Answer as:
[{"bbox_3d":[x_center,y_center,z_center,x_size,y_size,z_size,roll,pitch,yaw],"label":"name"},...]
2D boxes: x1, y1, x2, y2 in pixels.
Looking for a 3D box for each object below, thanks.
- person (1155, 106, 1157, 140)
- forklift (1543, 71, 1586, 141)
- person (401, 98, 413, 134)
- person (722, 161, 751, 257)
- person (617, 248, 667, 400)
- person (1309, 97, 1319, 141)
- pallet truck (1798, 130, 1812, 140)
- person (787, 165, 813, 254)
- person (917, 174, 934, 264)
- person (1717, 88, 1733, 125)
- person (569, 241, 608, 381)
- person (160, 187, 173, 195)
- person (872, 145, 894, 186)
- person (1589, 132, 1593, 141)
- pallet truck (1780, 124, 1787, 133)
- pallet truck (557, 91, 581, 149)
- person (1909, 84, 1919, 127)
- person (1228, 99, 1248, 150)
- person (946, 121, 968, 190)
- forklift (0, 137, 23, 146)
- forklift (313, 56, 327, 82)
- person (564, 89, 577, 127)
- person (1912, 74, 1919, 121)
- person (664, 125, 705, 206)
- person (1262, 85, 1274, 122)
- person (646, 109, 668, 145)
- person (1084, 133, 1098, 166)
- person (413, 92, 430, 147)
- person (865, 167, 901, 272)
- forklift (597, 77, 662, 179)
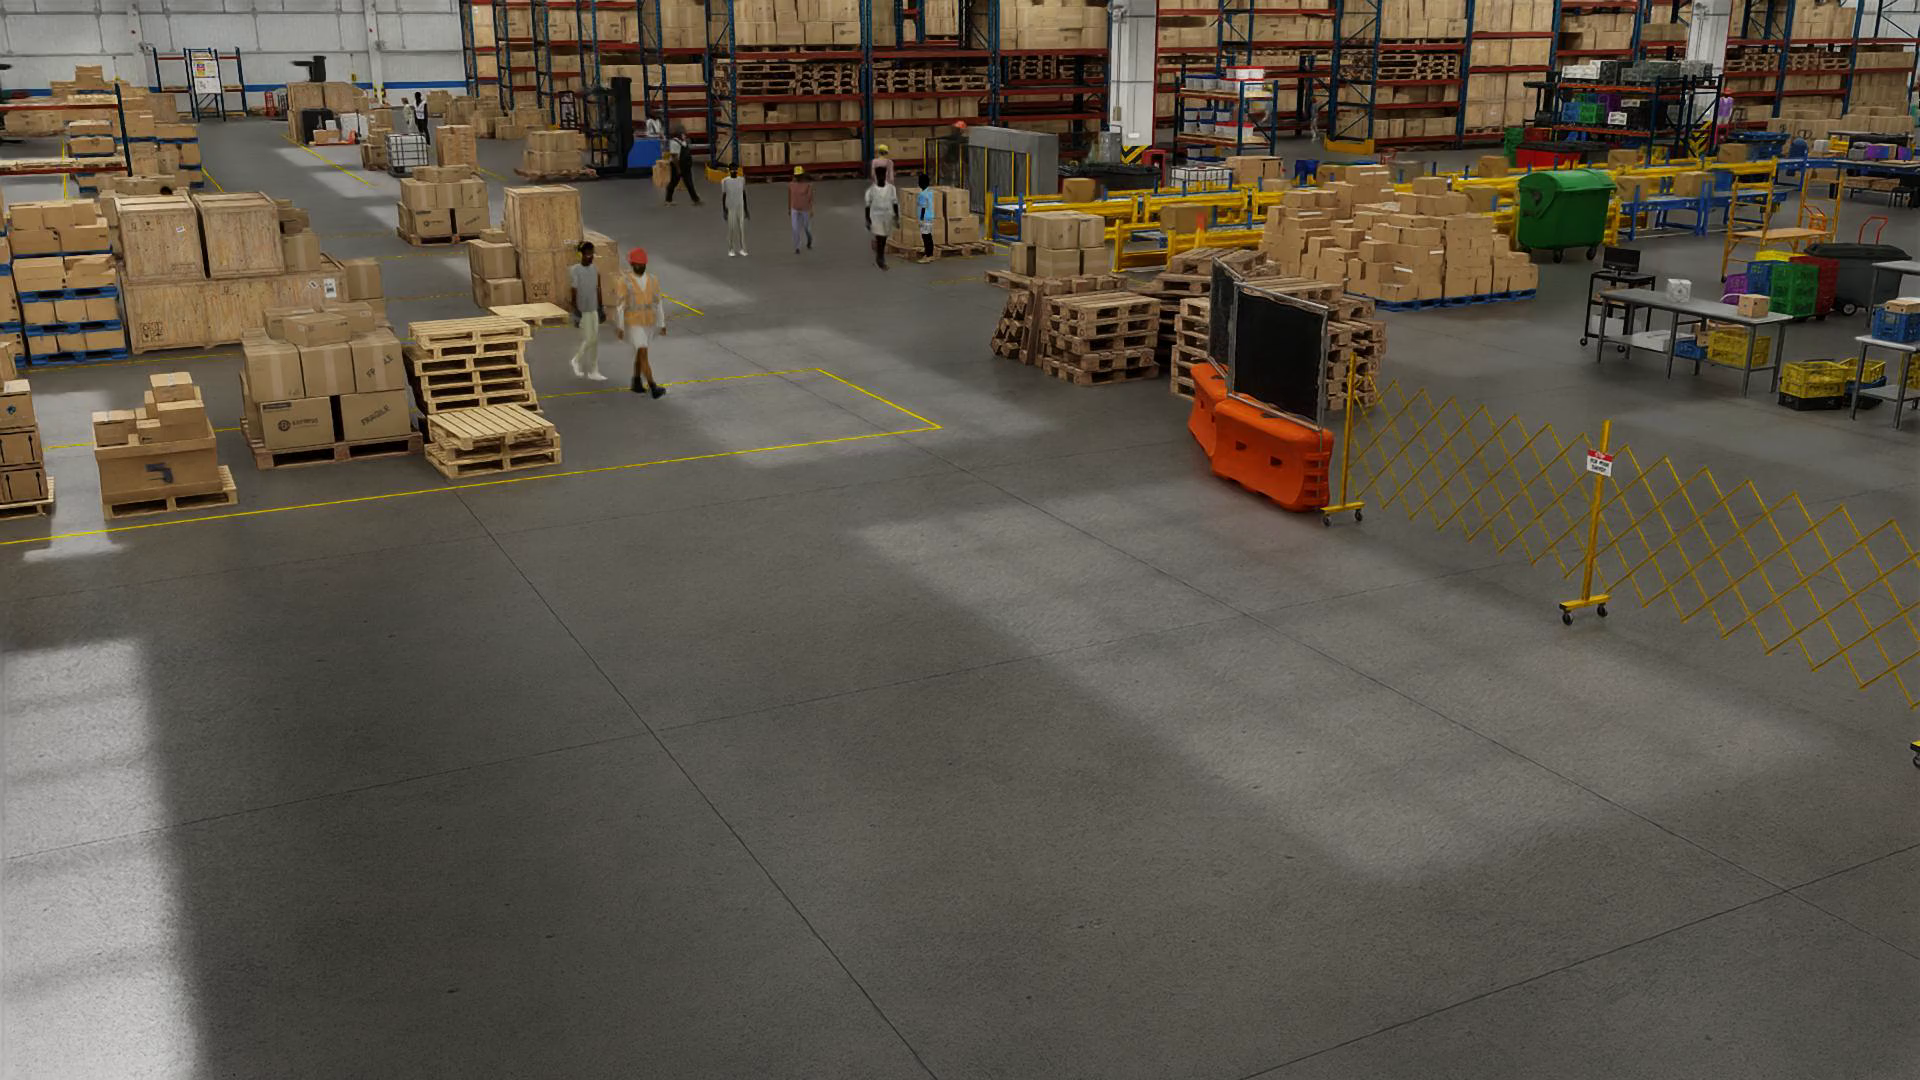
[{"bbox_3d":[7.072,-15.826,61.774,0.463,1.892,0.645,11,21,30],"label":"person"},{"bbox_3d":[18.685,-13.231,52.085,1.873,2.768,1.129,-9,20,-26],"label":"forklift"},{"bbox_3d":[-19.953,-15.155,60.113,0.322,1.628,0.529,-6,19,-18],"label":"person"},{"bbox_3d":[-4.425,-6.549,32.891,0.557,1.865,0.312,-9,20,-25],"label":"person"},{"bbox_3d":[-3.959,-2.720,20.910,0.568,1.884,0.967,-15,23,-38],"label":"person"},{"bbox_3d":[13.111,-15.578,61.487,0.467,1.594,0.675,4,18,13],"label":"person"},{"bbox_3d":[25.526,-11.556,49.408,1.630,1.274,0.653,-9,20,-26],"label":"pallet truck"},{"bbox_3d":[-3.186,-6.643,33.380,0.528,1.746,0.713,2,18,8],"label":"person"},{"bbox_3d":[-0.671,-6.169,31.975,0.318,1.695,0.539,5,18,15],"label":"person"},{"bbox_3d":[27.962,-15.567,60.885,0.544,1.938,0.355,4,18,13],"label":"person"},{"bbox_3d":[-4.877,-2.999,21.835,0.420,1.853,0.532,8,20,24],"label":"person"},{"bbox_3d":[-13.361,-5.059,28.236,0.593,1.880,0.963,-3,18,-10],"label":"person"},{"bbox_3d":[-1.788,-8.232,38.372,0.536,1.723,0.901,2,18,7],"label":"person"},{"bbox_3d":[20.528,-13.505,54.650,0.673,1.817,0.603,-9,20,-25],"label":"person"},{"bbox_3d":[25.206,-12.542,52.601,1.601,1.201,0.680,0,18,-2],"label":"pallet truck"},{"bbox_3d":[-13.495,-14.412,57.188,0.823,1.965,1.885,-3,18,-9],"label":"pallet truck"},{"bbox_3d":[39.149,-17.840,68.354,0.532,1.699,0.980,-9,20,-26],"label":"person"},{"bbox_3d":[9.616,-14.397,57.389,0.945,1.867,0.641,-7,19,-22],"label":"person"},{"bbox_3d":[0.041,-9.783,42.843,0.625,1.941,0.990,14,22,36],"label":"person"},{"bbox_3d":[-34.698,-15.445,58.987,1.873,2.768,1.129,4,18,12],"label":"forklift"},{"bbox_3d":[-26.219,-18.484,68.460,1.873,2.768,1.129,-9,20,-26],"label":"forklift"},{"bbox_3d":[-14.395,-15.686,61.413,0.429,1.842,0.633,9,20,25],"label":"person"},{"bbox_3d":[41.391,-19.131,71.905,0.623,1.992,0.396,6,19,18],"label":"person"},{"bbox_3d":[-6.892,-9.261,41.059,1.037,2.000,0.701,6,19,19],"label":"person"},{"bbox_3d":[12.330,-17.280,66.461,0.925,1.789,0.607,-7,19,-20],"label":"person"},{"bbox_3d":[-9.073,-11.961,49.807,0.952,1.829,0.707,7,19,21],"label":"person"},{"bbox_3d":[3.511,-9.894,43.764,0.859,1.588,0.499,-5,18,-14],"label":"person"},{"bbox_3d":[-18.931,-14.783,58.495,0.606,1.908,0.399,9,20,27],"label":"person"},{"bbox_3d":[-1.443,-5.998,31.104,0.611,1.912,1.020,-8,19,-24],"label":"person"},{"bbox_3d":[-9.687,-11.923,48.004,1.873,2.768,1.129,-9,20,-26],"label":"forklift"}]
